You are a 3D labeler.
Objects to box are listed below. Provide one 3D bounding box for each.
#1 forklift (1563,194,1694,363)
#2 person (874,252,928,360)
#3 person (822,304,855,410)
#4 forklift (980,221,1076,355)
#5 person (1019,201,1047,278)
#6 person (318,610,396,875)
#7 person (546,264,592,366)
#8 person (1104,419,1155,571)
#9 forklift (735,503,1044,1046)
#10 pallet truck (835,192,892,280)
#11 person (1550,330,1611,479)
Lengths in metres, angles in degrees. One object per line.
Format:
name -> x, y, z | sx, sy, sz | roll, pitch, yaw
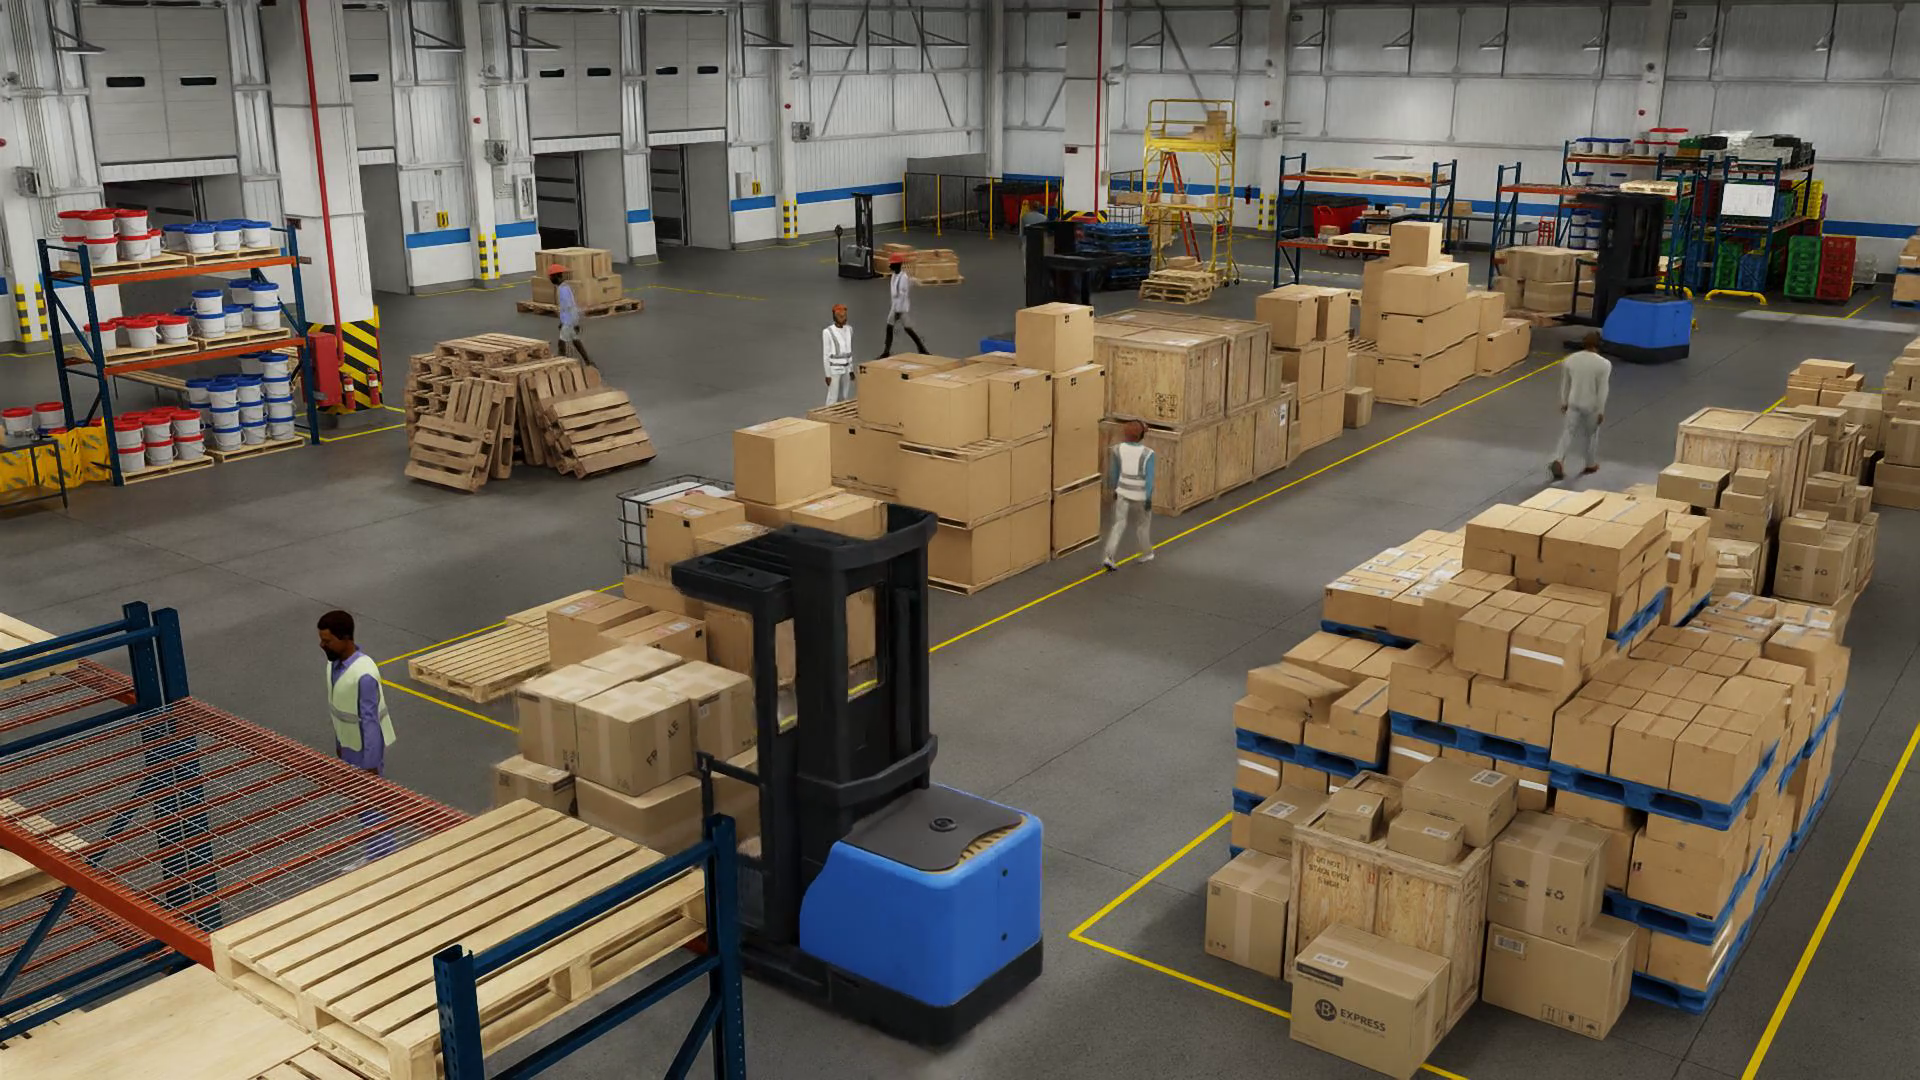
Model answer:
forklift -> 11.812, -4.620, 29.073 | 1.129, 2.768, 1.873 | -8, 19, -26
person -> -0.998, -4.035, 28.818 | 0.962, 1.903, 0.554 | -10, 19, -29
person -> -1.689, -2.364, 23.299 | 0.346, 1.882, 0.578 | 12, 21, 35
forklift -> 1.306, -3.307, 24.724 | 1.873, 2.768, 1.129 | 12, 21, 35
person -> 1.655, -6.778, 37.924 | 0.638, 1.870, 1.066 | 1, 17, 2
person -> -3.944, 1.358, 10.941 | 0.407, 1.909, 0.594 | -14, 22, -38
person -> -6.513, -3.595, 27.390 | 0.934, 1.865, 0.600 | -4, 17, -12
person -> 1.789, -0.474, 17.516 | 0.524, 1.606, 0.829 | 12, 20, 34
forklift -> -0.526, 1.236, 9.681 | 1.873, 2.768, 1.129 | 12, 21, 35
pallet truck -> -1.936, -7.159, 38.982 | 1.885, 1.965, 0.823 | -12, 21, -34
person -> 7.895, -1.715, 21.118 | 0.916, 1.909, 0.637 | -15, 22, -40
